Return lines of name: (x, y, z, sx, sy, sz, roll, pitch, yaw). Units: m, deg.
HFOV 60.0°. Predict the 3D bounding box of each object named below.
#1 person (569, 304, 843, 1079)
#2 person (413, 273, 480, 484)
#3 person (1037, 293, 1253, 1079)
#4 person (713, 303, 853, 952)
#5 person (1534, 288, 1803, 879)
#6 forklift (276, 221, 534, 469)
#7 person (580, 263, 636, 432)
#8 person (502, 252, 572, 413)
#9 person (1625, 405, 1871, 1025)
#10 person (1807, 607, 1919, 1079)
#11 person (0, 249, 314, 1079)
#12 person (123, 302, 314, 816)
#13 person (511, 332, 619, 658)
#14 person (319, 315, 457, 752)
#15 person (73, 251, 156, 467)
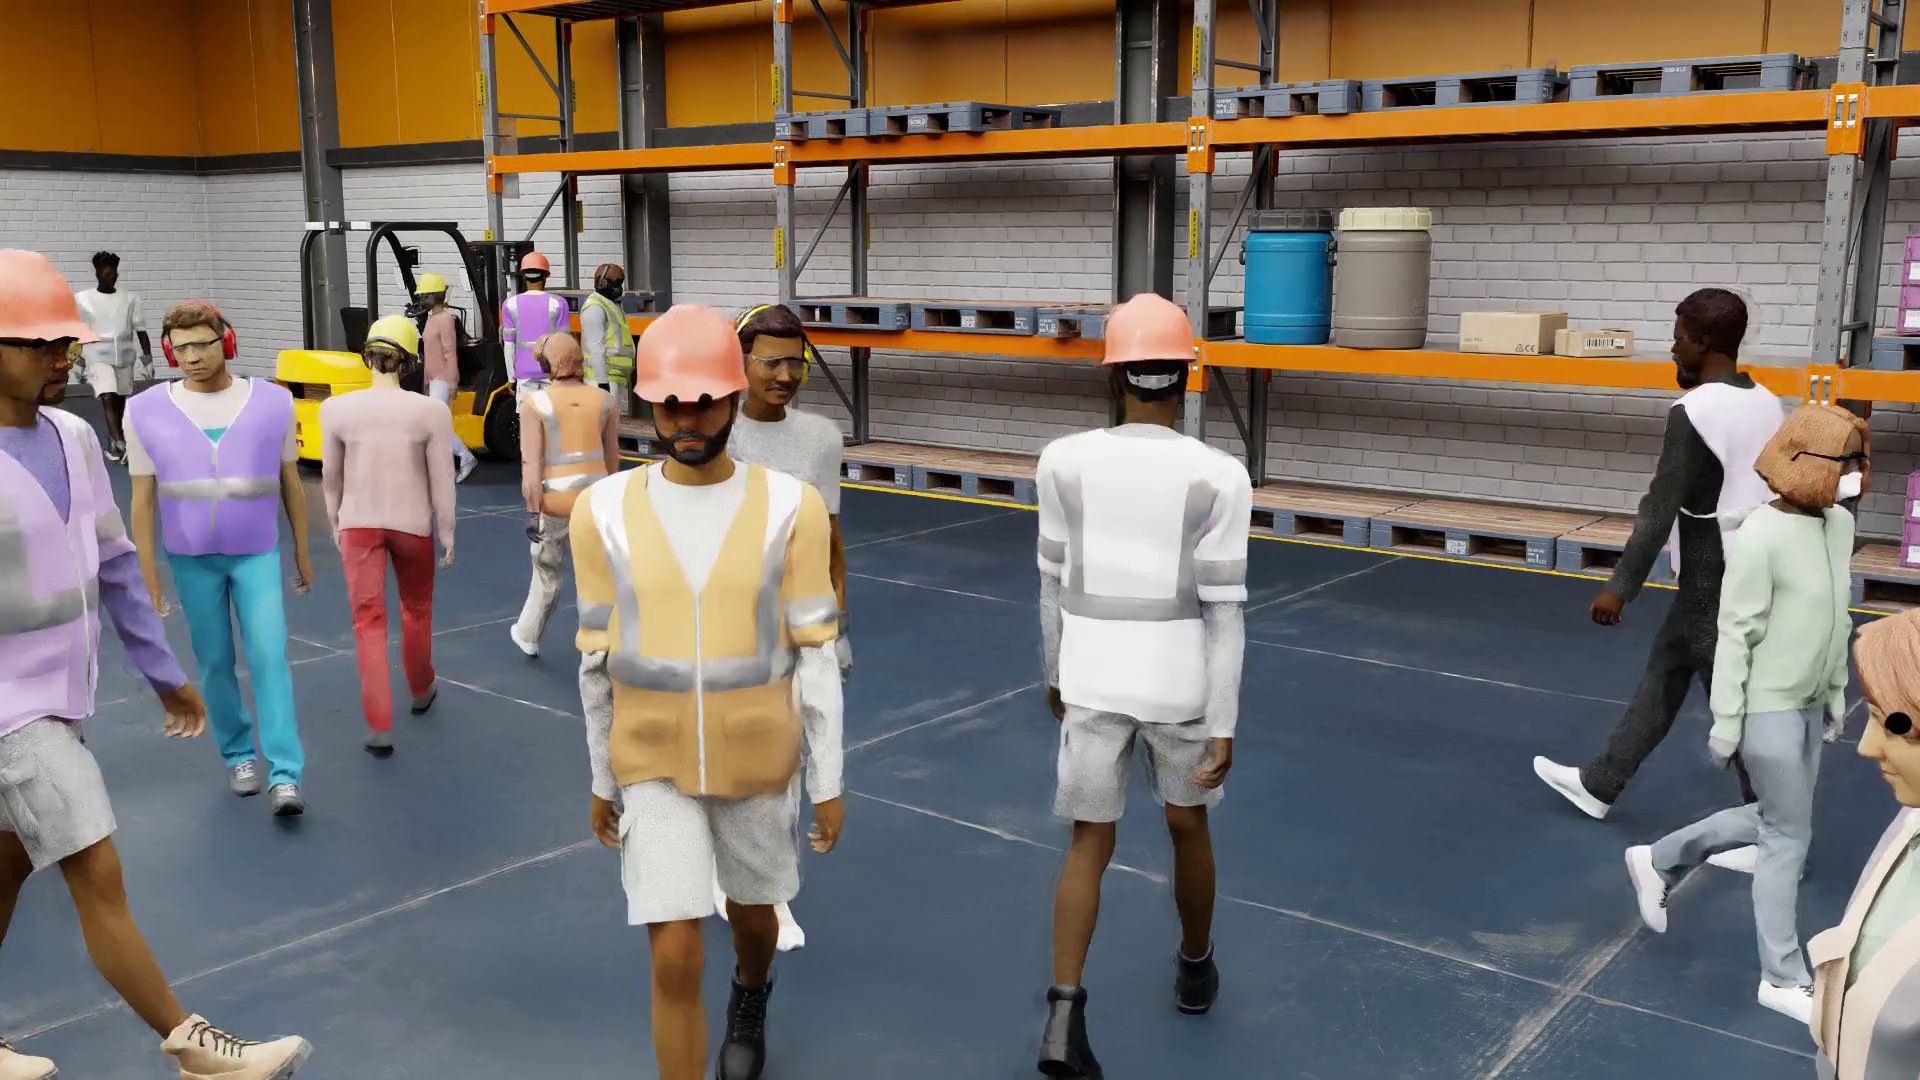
person: (-0.536, 0.441, 3.583, 0.556, 1.905, 0.930, -1, 10, -6)
person: (-4.275, -1.306, 13.659, 0.378, 1.750, 0.536, -6, 12, -29)
person: (0.421, 0.359, 4.042, 0.537, 1.906, 0.902, 3, 11, 15)
person: (-0.552, 0.259, 4.726, 0.537, 1.849, 0.397, -5, 11, -24)
person: (2.359, 0.123, 5.442, 0.981, 1.866, 0.594, 9, 14, 41)
forklift: (-4.922, -1.741, 14.854, 1.214, 2.155, 2.313, 8, 13, 38)
person: (-2.826, -1.301, 13.417, 0.430, 1.837, 0.623, 0, 10, 2)
person: (-3.380, -1.344, 13.390, 0.541, 1.929, 0.368, -1, 10, -5)
person: (2.113, 0.430, 4.425, 0.504, 1.613, 0.655, -8, 13, -37)
person: (1.136, 0.869, 1.929, 0.318, 1.639, 0.514, 3, 11, 16)
person: (-2.016, 0.355, 3.781, 1.032, 1.988, 0.636, 0, 10, 2)
person: (-2.555, 0.089, 5.800, 0.582, 1.797, 0.905, -5, 11, -24)
person: (-1.829, -0.160, 7.741, 0.549, 1.596, 0.905, -9, 14, -41)
person: (-2.314, -0.045, 6.776, 0.519, 1.717, 0.860, -3, 11, -16)
person: (-7.619, -1.630, 15.001, 0.623, 1.906, 1.050, -10, 14, -43)
